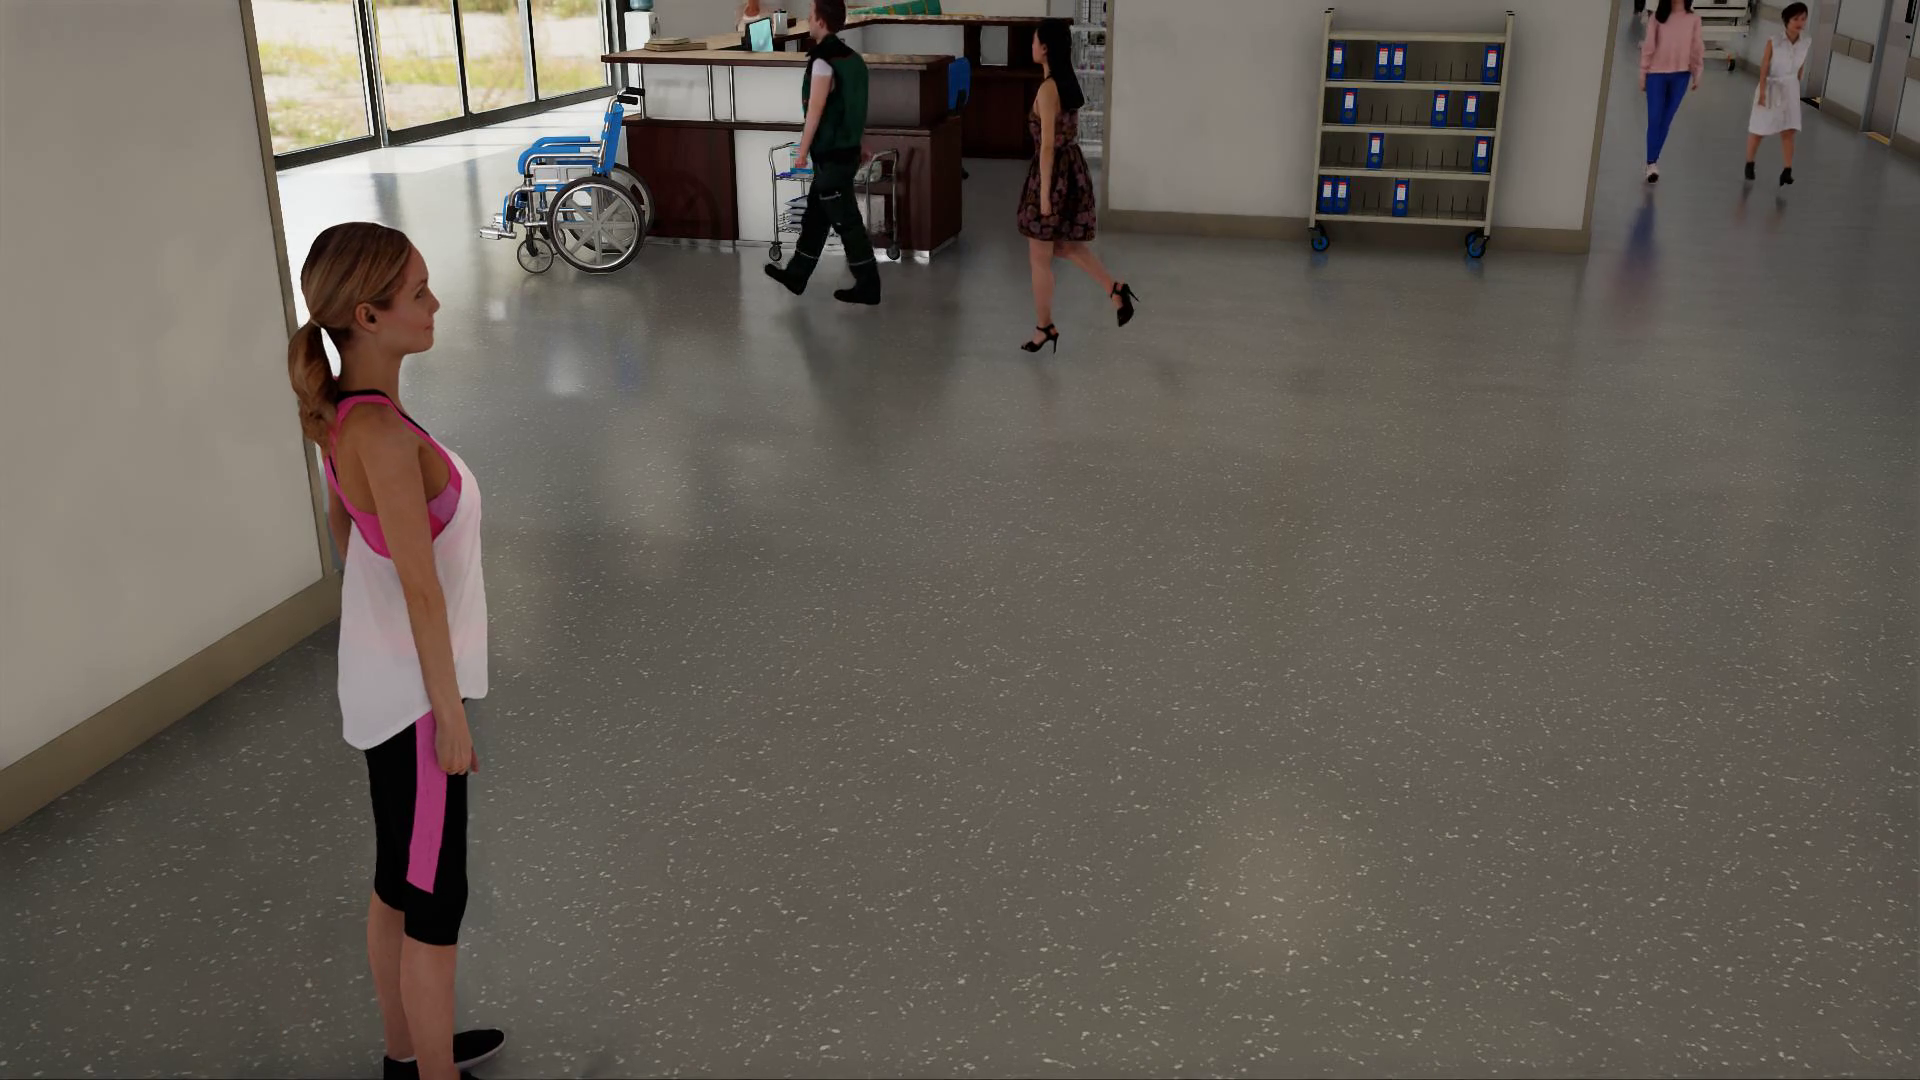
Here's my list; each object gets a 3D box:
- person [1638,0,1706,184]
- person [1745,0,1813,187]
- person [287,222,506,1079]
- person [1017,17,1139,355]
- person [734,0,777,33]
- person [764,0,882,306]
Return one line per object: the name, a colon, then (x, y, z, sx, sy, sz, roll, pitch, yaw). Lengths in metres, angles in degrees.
person: (6.208, -4.031, 14.626, 0.970, 1.732, 0.747, 4, 21, 10)
person: (7.066, -3.849, 14.467, 0.968, 1.506, 0.722, 2, 21, 6)
person: (-1.040, 0.303, 3.108, 0.744, 1.786, 0.675, -13, 24, -30)
person: (0.586, -1.817, 8.743, 0.954, 1.759, 0.718, 9, 23, 23)
person: (-1.853, -4.387, 15.558, 0.706, 1.738, 0.749, 8, 22, 20)
person: (-0.680, -2.283, 9.910, 1.011, 1.804, 0.655, 6, 21, 15)
